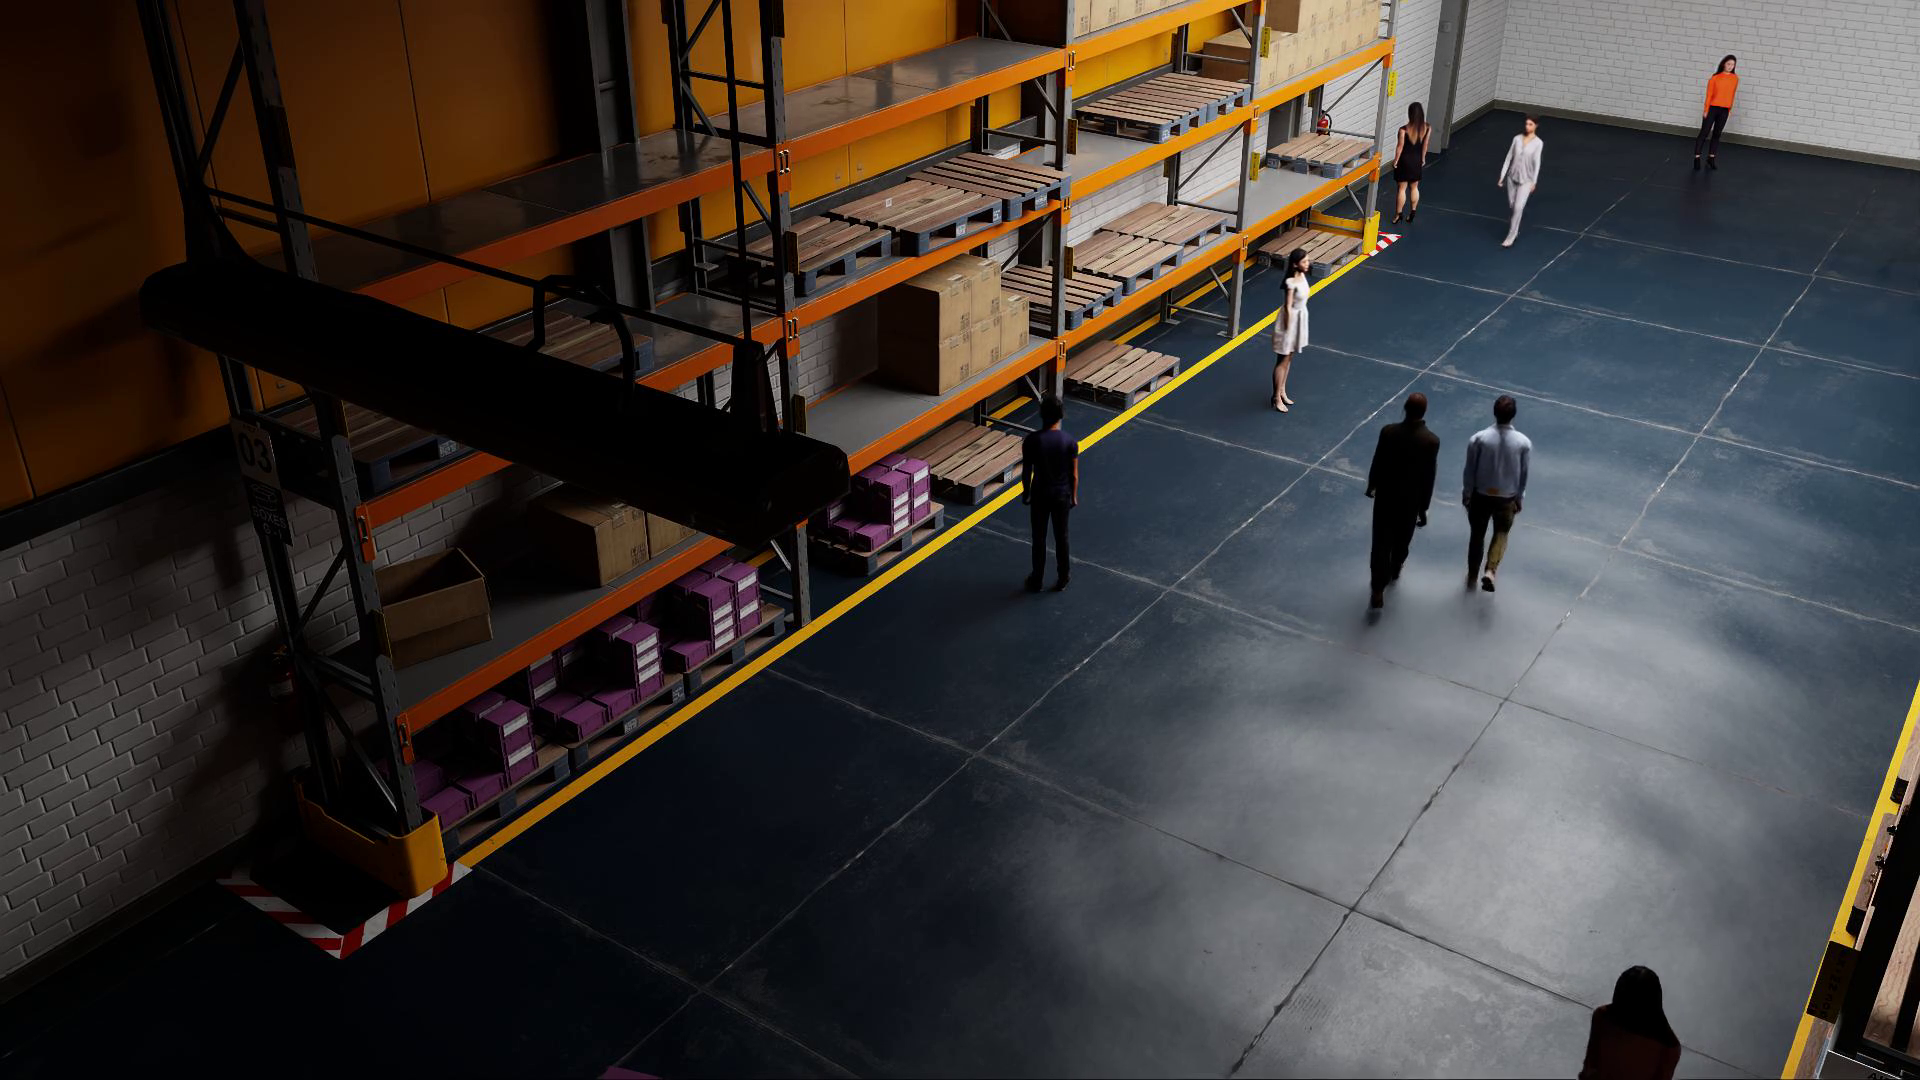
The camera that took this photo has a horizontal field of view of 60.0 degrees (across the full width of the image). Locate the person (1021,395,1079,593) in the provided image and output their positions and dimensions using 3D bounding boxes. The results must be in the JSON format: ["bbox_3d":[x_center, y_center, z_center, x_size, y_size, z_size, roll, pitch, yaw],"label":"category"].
[{"bbox_3d":[0.768,-0.386,14.233,0.717,1.793,0.728,0,29,1],"label":"person"}]

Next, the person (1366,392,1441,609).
[{"bbox_3d":[3.677,-0.294,13.996,1.007,1.858,1.411,8,30,15],"label":"person"}]

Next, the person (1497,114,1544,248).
[{"bbox_3d":[7.611,-4.885,22.529,0.678,1.746,0.930,24,37,37],"label":"person"}]

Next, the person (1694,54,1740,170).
[{"bbox_3d":[11.706,-6.634,25.732,0.708,1.749,0.753,-2,29,-5],"label":"person"}]

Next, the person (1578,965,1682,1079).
[{"bbox_3d":[3.341,2.821,8.361,0.594,1.785,1.010,19,34,31],"label":"person"}]

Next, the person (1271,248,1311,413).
[{"bbox_3d":[3.515,-2.238,17.647,0.726,1.774,0.595,15,32,26],"label":"person"}]

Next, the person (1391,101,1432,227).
[{"bbox_3d":[6.294,-5.262,23.251,0.731,1.716,0.813,-9,30,-15],"label":"person"}]

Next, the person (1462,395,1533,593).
[{"bbox_3d":[4.533,-0.335,14.133,0.830,1.798,0.924,8,30,14],"label":"person"}]
